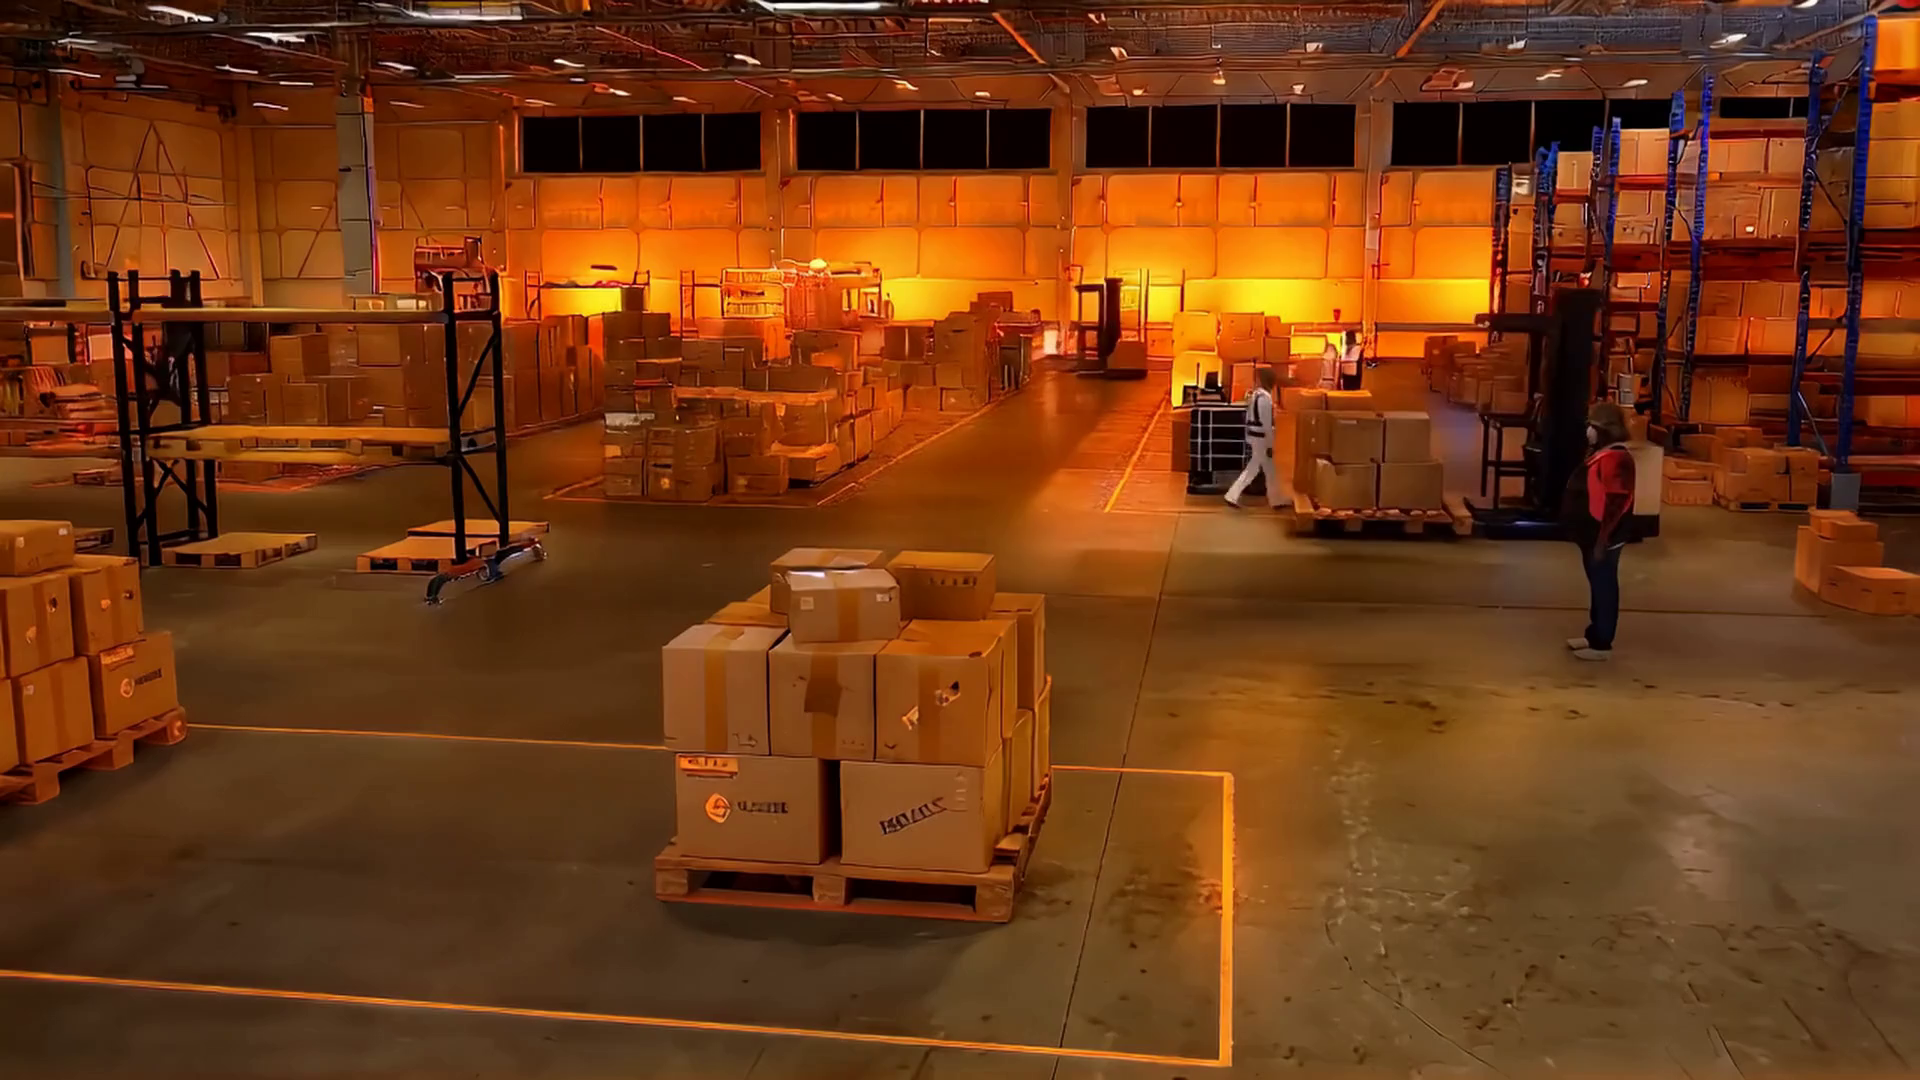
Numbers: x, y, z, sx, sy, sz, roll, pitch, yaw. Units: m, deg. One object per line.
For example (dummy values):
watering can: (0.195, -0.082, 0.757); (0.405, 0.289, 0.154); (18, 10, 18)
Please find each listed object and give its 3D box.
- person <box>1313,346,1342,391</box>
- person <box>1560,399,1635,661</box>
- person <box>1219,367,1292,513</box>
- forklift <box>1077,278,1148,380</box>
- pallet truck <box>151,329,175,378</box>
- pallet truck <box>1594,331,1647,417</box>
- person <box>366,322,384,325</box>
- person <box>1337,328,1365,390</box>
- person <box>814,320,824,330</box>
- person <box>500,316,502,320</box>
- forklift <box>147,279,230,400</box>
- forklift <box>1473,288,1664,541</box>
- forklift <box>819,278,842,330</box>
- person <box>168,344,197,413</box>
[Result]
person: (7.002, -2.873, 31.555); (0.515, 1.591, 0.841); (-2, 9, -11)
person: (4.970, -0.083, 13.009); (0.536, 2.000, 0.677); (3, 10, 17)
person: (3.717, -1.239, 20.722); (0.940, 1.850, 0.579); (0, 9, 2)
forklift: (4.251, -5.857, 46.040); (1.873, 2.768, 1.129); (1, 9, 9)
pallet truck: (-21.869, -5.598, 47.154); (0.823, 1.965, 1.885); (4, 10, 26)
pallet truck: (11.253, -2.573, 28.499); (0.823, 1.965, 1.885); (5, 10, 27)
person: (-16.197, -5.407, 46.235); (0.760, 1.915, 0.634); (4, 10, 24)
person: (7.692, -3.214, 32.730); (0.384, 1.910, 0.594); (-8, 12, -39)
person: (-3.244, -4.198, 38.878); (0.640, 1.883, 1.030); (3, 10, 20)
person: (-11.843, -4.902, 43.114); (0.551, 1.920, 0.687); (8, 12, 42)
forklift: (-18.331, -4.753, 39.231); (1.873, 2.768, 1.129); (-5, 11, -30)
forklift: (6.953, -1.461, 18.925); (1.873, 2.768, 1.129); (1, 9, 9)
forklift: (-3.270, -5.243, 42.251); (1.873, 2.768, 1.129); (1, 9, 9)
person: (-15.208, -3.030, 32.552); (0.544, 1.586, 0.868); (-2, 9, -11)
